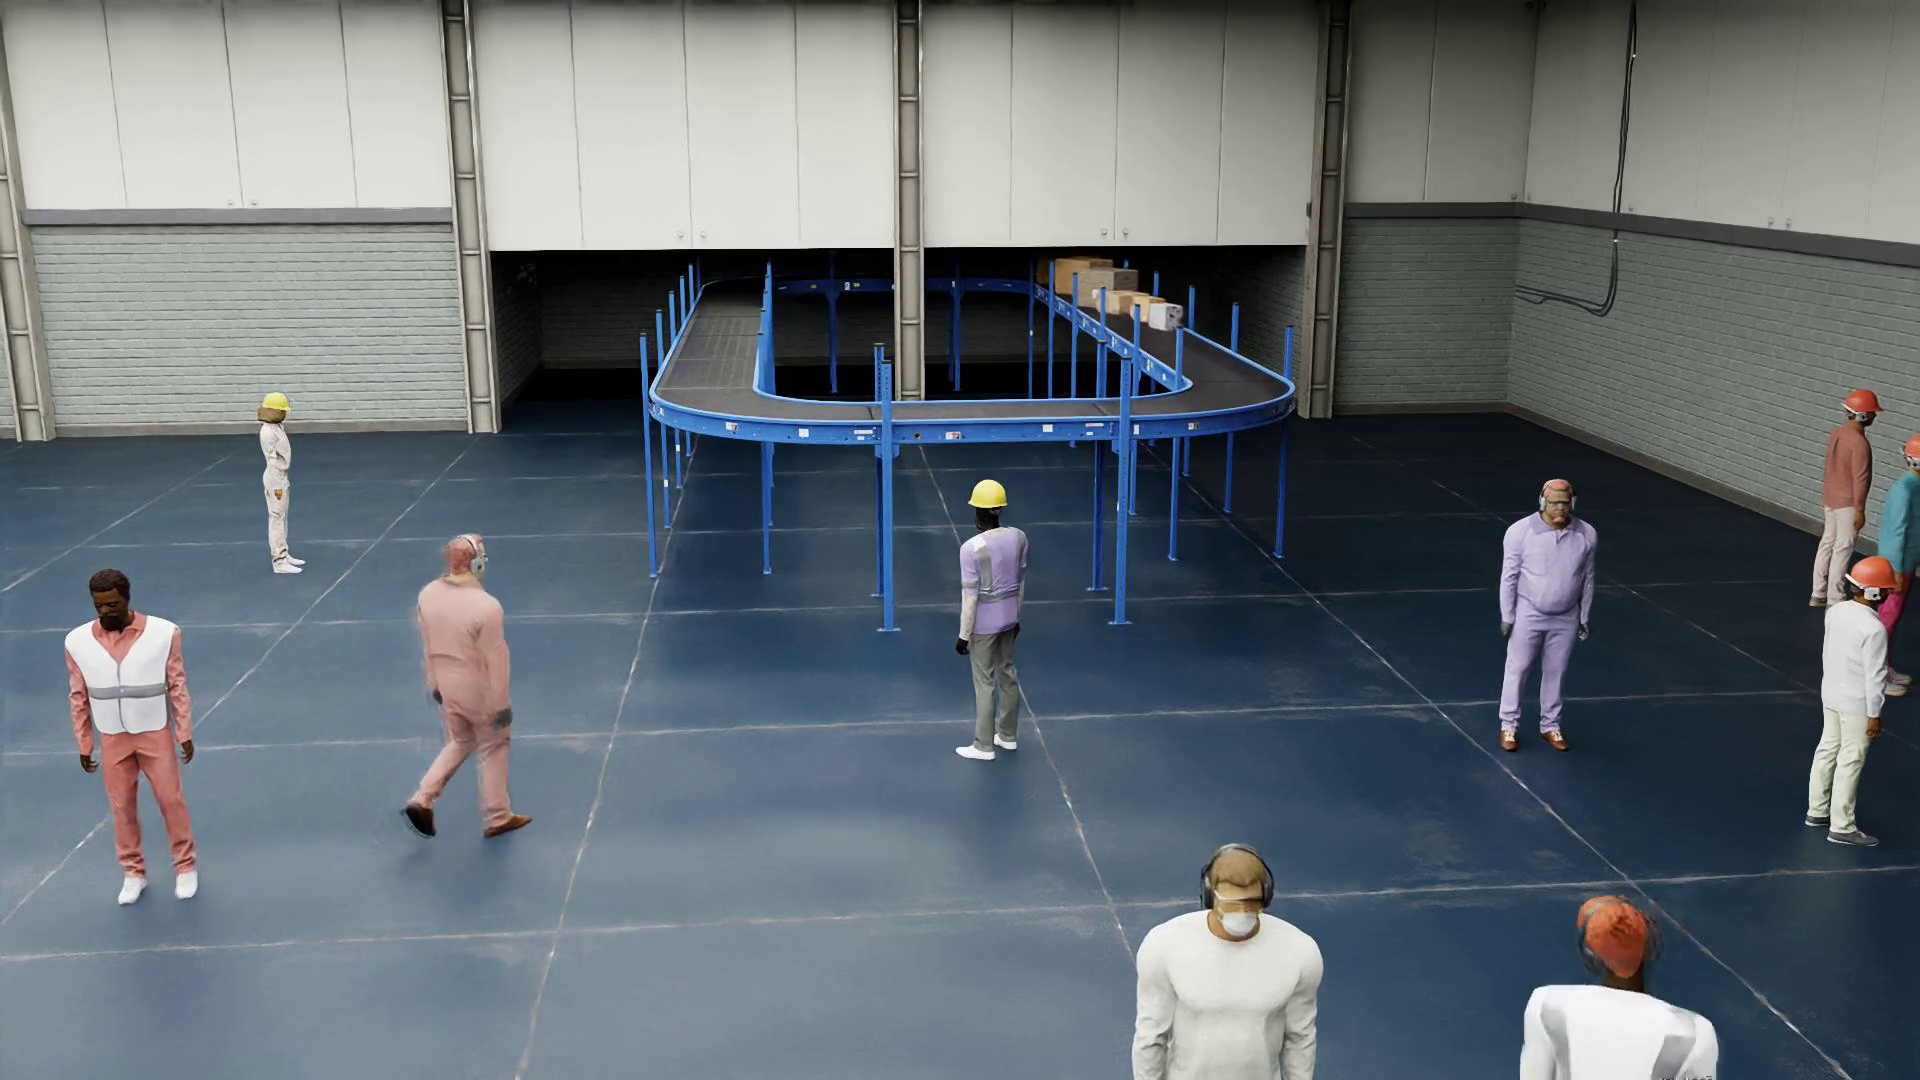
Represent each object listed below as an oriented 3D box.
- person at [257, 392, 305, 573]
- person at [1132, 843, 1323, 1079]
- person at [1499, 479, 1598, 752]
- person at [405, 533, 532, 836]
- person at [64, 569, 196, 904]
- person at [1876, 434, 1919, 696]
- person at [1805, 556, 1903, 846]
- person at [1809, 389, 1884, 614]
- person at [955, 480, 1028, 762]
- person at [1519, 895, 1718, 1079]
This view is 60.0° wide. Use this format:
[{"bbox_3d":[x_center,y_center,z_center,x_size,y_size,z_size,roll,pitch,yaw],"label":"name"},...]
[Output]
[{"bbox_3d":[-6.531,-0.555,15.993,0.305,1.738,0.484,-4,14,-14],"label":"person"},{"bbox_3d":[0.895,1.930,5.639,0.632,1.940,0.372,0,14,-1],"label":"person"},{"bbox_3d":[4.012,0.517,11.360,0.642,1.909,0.399,0,14,0],"label":"person"},{"bbox_3d":[-2.943,0.896,9.879,0.658,1.890,0.654,9,17,32],"label":"person"},{"bbox_3d":[-4.554,1.067,9.169,0.597,1.906,0.401,-4,14,-14],"label":"person"},{"bbox_3d":[7.142,0.169,12.571,0.396,1.992,0.623,11,17,36],"label":"person"},{"bbox_3d":[5.359,0.947,9.950,0.330,1.751,0.563,0,14,-1],"label":"person"},{"bbox_3d":[7.772,-0.330,14.568,0.381,1.994,0.622,1,14,3],"label":"person"},{"bbox_3d":[0.199,0.542,11.216,0.367,1.927,0.587,13,19,42],"label":"person"},{"bbox_3d":[2.073,2.046,5.334,0.621,1.866,0.388,9,17,33],"label":"person"}]
